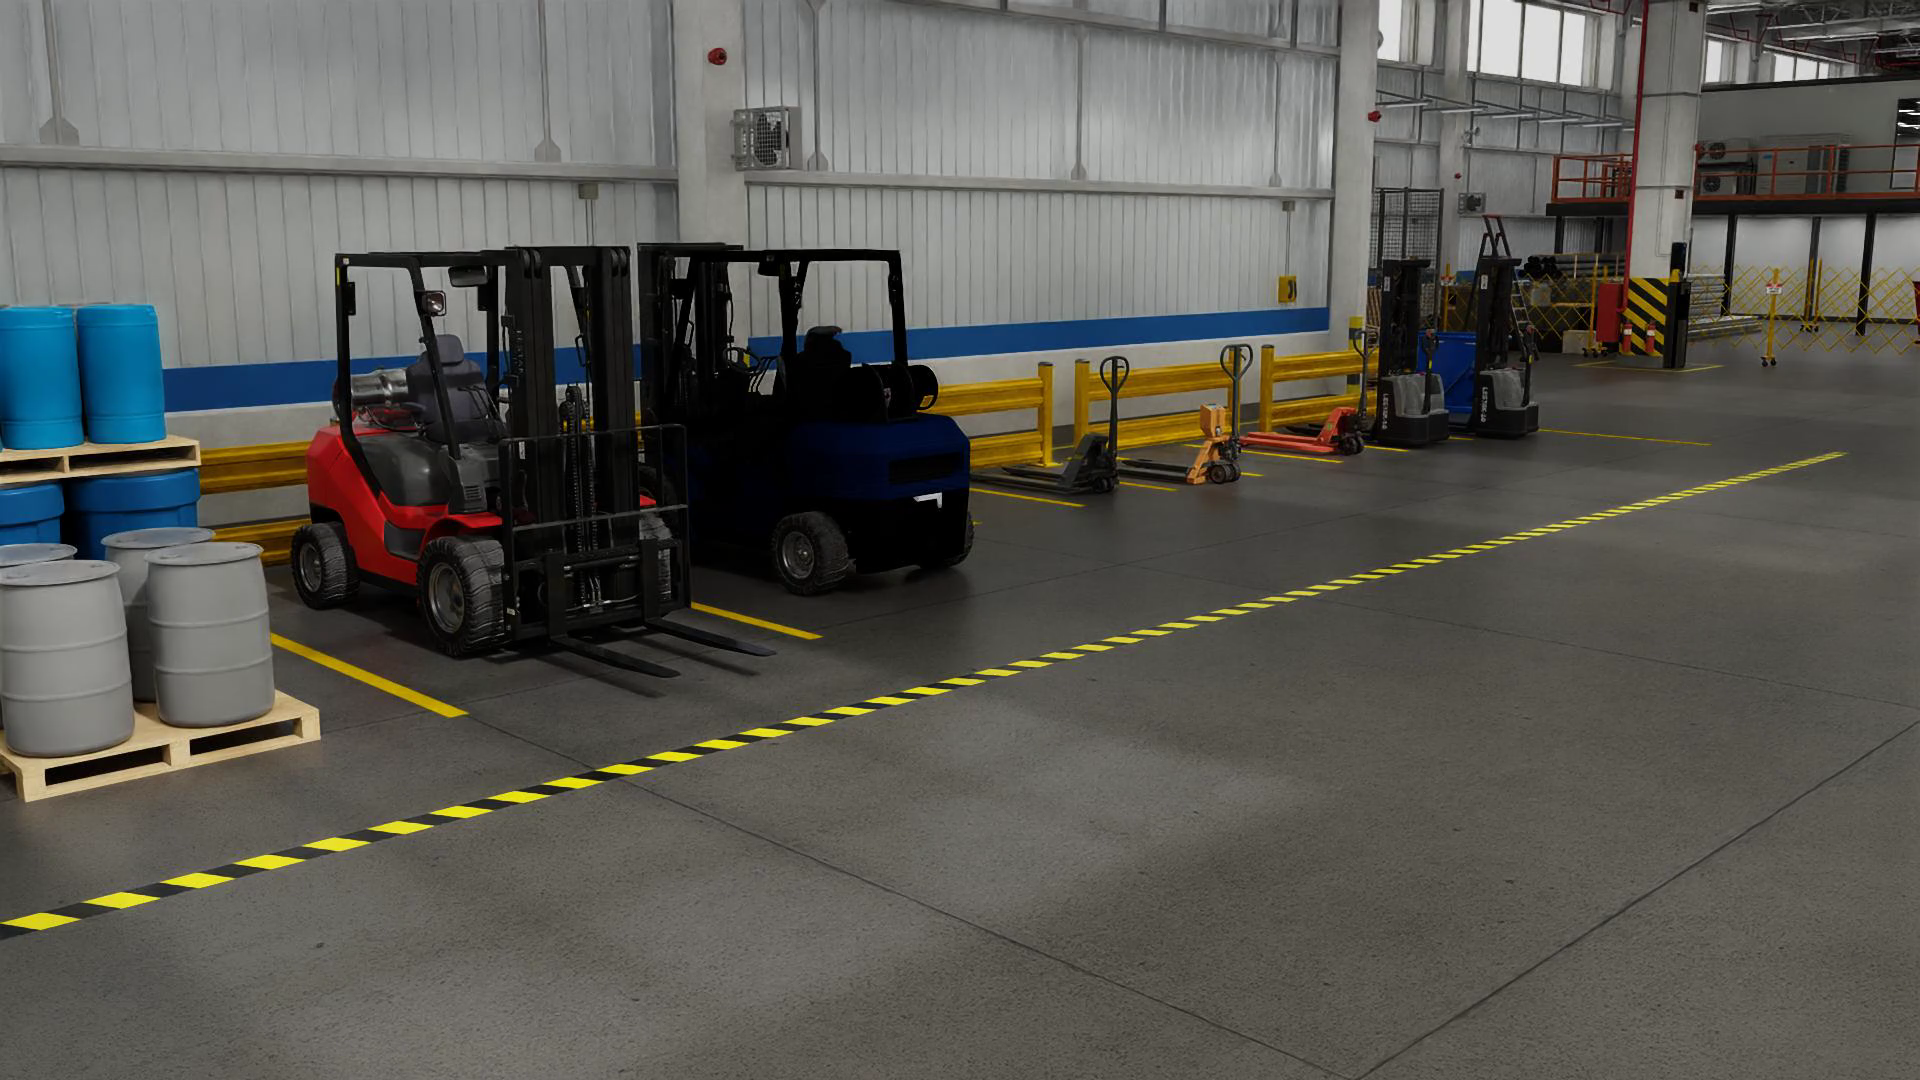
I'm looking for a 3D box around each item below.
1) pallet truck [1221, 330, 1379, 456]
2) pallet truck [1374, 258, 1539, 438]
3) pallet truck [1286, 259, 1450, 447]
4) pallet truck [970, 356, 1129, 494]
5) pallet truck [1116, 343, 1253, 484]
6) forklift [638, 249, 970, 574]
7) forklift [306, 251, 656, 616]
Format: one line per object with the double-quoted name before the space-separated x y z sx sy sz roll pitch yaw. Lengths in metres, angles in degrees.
"pallet truck" 3.563 -1.581 17.381 0.653 1.274 1.630 -10 14 -44
"pallet truck" 5.704 -2.208 18.901 1.885 1.965 0.823 10 14 43
"pallet truck" 4.493 -2.078 18.196 0.823 1.965 1.885 -9 14 -40
"pallet truck" 0.784 -1.085 14.876 0.680 1.201 1.601 -10 14 -44
"pallet truck" 1.962 -1.215 15.415 1.522 1.261 0.704 10 14 43
"forklift" -1.173 -0.958 11.239 2.680 1.987 1.157 10 14 43
"forklift" -2.833 -0.669 9.694 1.157 1.987 2.680 -10 14 -44
